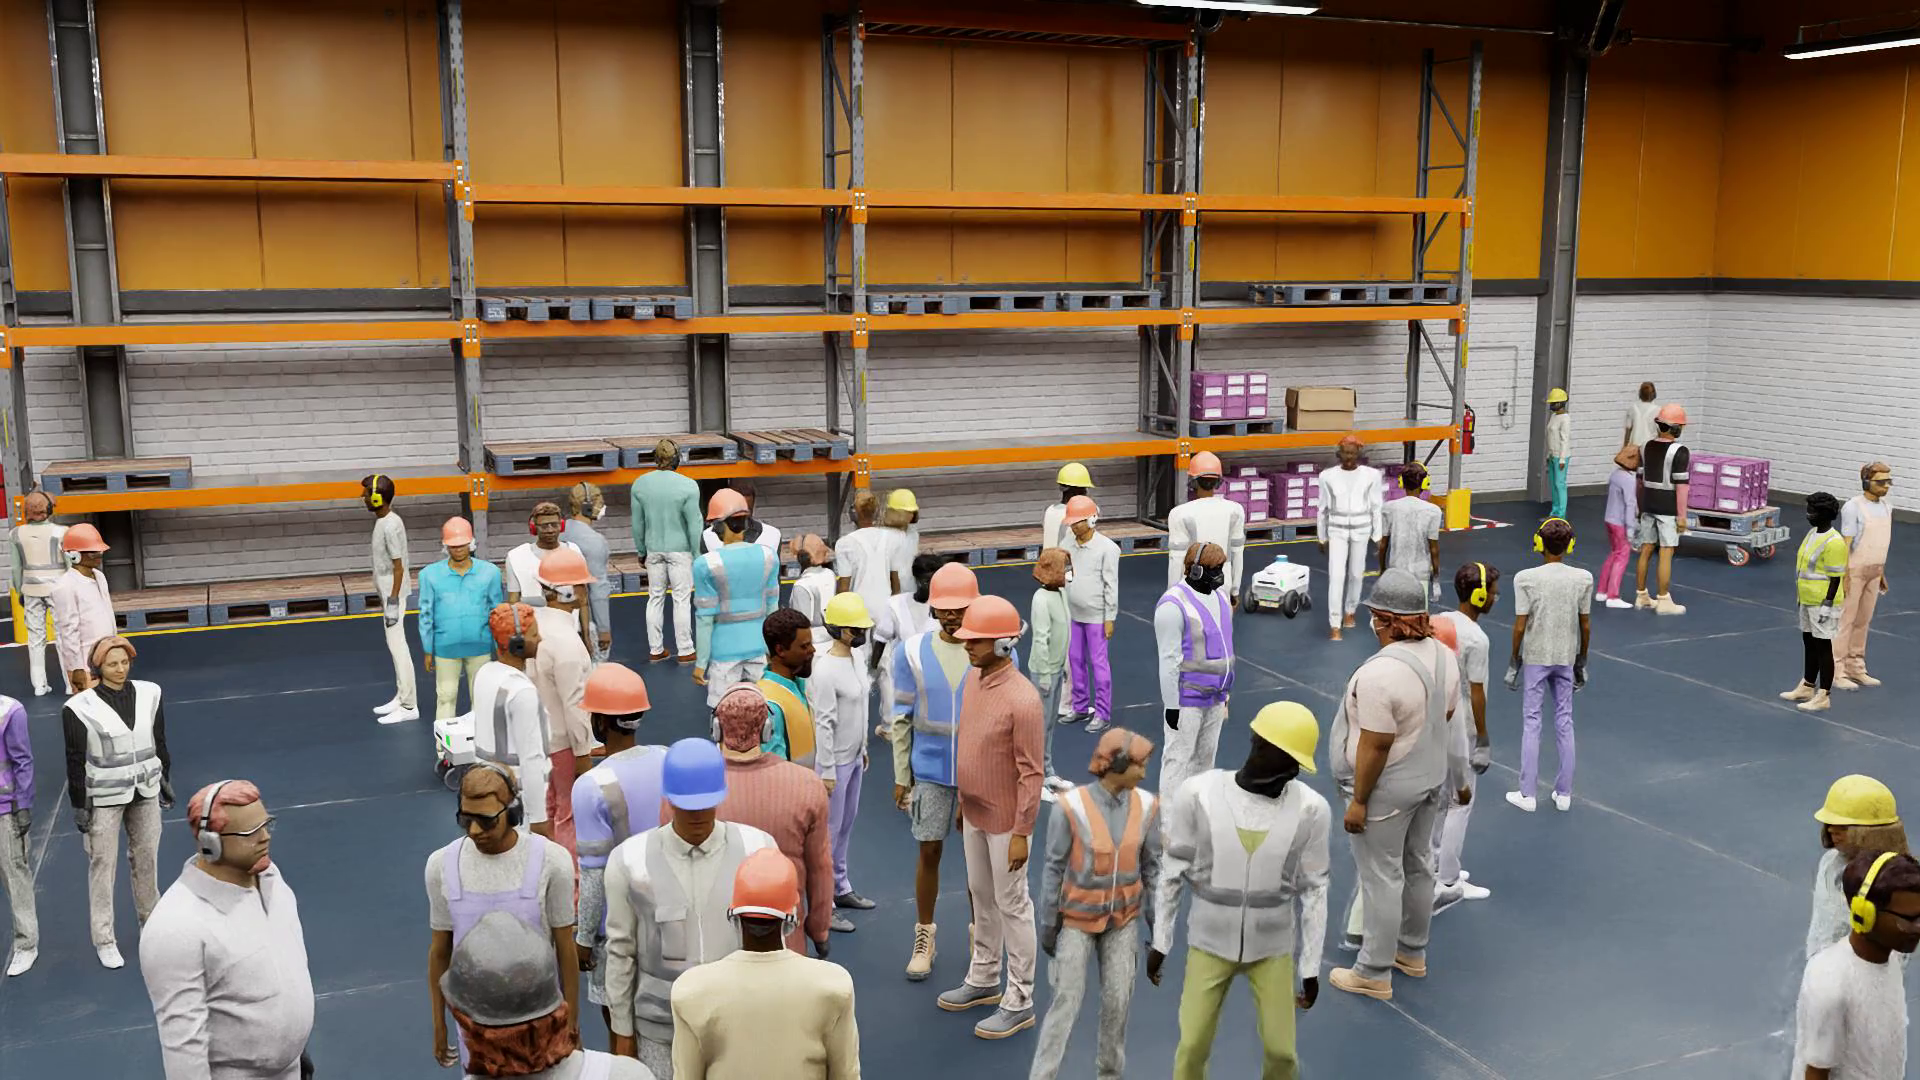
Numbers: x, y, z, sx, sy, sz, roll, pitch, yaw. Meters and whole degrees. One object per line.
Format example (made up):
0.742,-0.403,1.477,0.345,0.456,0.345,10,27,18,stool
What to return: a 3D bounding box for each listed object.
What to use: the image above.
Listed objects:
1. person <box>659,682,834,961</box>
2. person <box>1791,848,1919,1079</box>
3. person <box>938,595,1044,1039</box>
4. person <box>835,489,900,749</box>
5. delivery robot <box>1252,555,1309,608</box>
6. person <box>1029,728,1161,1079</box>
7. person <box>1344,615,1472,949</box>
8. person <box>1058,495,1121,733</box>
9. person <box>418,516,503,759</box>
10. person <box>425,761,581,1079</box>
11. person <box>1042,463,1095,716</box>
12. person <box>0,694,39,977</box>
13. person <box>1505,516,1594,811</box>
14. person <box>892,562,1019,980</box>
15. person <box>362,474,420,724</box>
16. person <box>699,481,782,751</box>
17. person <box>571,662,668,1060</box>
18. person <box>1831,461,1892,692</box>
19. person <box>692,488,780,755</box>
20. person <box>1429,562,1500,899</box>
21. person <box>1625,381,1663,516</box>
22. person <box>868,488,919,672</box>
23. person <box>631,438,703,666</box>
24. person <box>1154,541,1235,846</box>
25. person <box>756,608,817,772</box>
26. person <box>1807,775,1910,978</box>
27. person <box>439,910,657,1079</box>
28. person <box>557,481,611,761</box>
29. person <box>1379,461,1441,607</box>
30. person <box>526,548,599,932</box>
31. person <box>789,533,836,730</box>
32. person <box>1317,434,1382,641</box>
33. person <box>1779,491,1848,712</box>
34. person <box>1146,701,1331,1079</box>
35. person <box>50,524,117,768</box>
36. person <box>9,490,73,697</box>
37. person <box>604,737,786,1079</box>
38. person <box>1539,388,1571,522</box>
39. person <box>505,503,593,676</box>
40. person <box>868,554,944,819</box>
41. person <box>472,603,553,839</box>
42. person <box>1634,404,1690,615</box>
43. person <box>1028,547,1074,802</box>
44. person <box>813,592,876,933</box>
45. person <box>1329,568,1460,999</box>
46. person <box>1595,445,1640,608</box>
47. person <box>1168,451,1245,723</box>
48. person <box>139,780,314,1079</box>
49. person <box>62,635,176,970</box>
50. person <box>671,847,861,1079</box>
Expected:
-0.805,1.476,6.299,0.652,1.906,0.402,-2,10,-14,person
2.543,1.757,4.913,0.534,1.834,0.932,-7,12,-37,person
0.150,1.226,7.486,0.382,1.995,0.612,-5,11,-29,person
-0.657,0.556,11.771,0.517,1.843,0.325,-6,12,-31,person
3.121,0.389,16.181,0.477,0.478,0.707,6,12,32,delivery robot
0.550,1.554,6.743,0.568,1.603,0.349,-5,11,-25,person
2.302,1.214,8.445,0.931,1.694,0.557,-5,11,-28,person
0.912,0.531,12.235,0.355,1.737,0.573,-10,14,-44,person
-3.334,0.705,11.177,0.564,1.752,0.339,-4,11,-21,person
-1.544,1.627,5.647,0.515,1.835,0.355,0,10,0,person
0.829,0.369,12.654,0.397,1.917,0.594,-4,11,-21,person
-4.734,1.301,8.058,0.521,1.645,0.307,0,10,3,person
3.685,0.777,10.431,0.508,1.872,0.329,0,10,-1,person
-0.025,1.113,7.996,0.608,2.044,0.372,0,10,2,person
-4.259,0.435,12.414,0.319,1.865,0.521,-4,11,-21,person
-1.530,0.533,11.692,0.593,1.920,0.387,-4,10,-19,person
-1.312,1.429,6.478,0.361,1.938,0.546,6,11,29,person
7.245,0.285,13.333,0.507,1.846,0.351,-4,11,-24,person
-1.419,0.688,10.453,0.607,2.041,0.377,-8,13,-40,person
2.717,1.031,9.021,0.335,1.856,0.527,-2,10,-11,person
8.888,-1.148,21.626,0.524,1.833,0.612,10,14,44,person
-0.521,0.442,12.796,0.621,1.723,0.488,7,12,36,person
-2.461,0.106,14.097,0.637,1.938,0.357,3,10,17,person
1.395,0.912,9.770,0.429,1.837,0.624,9,13,42,person
-0.806,1.248,7.576,0.392,1.919,0.591,0,10,-1,person
3.078,1.653,5.781,0.335,1.734,0.482,0,10,1,person
-1.026,1.830,3.868,0.684,2.000,0.535,-7,12,-35,person
-2.596,0.556,11.505,0.359,1.938,0.632,-8,12,-38,person
3.575,0.302,13.204,0.509,1.860,0.333,7,12,36,person
-2.037,1.028,8.625,0.388,1.992,0.622,-6,11,-30,person
-0.983,0.761,11.183,0.306,1.640,0.523,3,10,19,person
3.565,-0.042,15.267,0.577,1.867,0.863,2,10,11,person
6.559,0.467,12.724,0.320,1.692,0.531,1,10,5,person
1.038,1.501,6.246,0.669,1.883,0.404,1,10,7,person
-5.667,0.759,10.868,0.326,1.752,0.563,-1,10,-5,person
-7.176,0.429,13.091,0.512,1.642,0.312,0,10,-2,person
-0.873,1.587,5.559,0.605,1.941,0.416,-3,10,-14,person
7.666,-1.068,21.390,0.338,1.761,0.524,0,10,0,person
-2.757,0.655,11.202,0.564,1.846,0.390,-6,11,-30,person
-0.268,0.871,10.536,0.606,1.639,0.872,2,10,13,person
-2.089,1.223,7.826,0.356,1.881,0.575,-7,12,-37,person
6.829,-0.302,16.143,0.393,2.044,0.609,-4,11,-21,person
0.588,0.848,10.696,0.281,1.634,0.498,3,10,18,person
-0.594,1.135,8.665,0.328,1.767,0.532,3,10,17,person
2.007,1.132,7.889,0.677,2.000,0.536,-9,14,-43,person
6.555,-0.146,16.487,0.303,1.616,0.517,0,10,0,person
1.797,0.360,12.327,0.605,2.045,0.378,-3,10,-17,person
-2.209,1.670,5.175,0.406,1.911,0.638,1,10,5,person
-4.146,1.273,8.233,0.305,1.639,0.522,6,12,31,person
-0.576,1.775,5.010,0.566,1.751,0.329,-1,10,-6,person
